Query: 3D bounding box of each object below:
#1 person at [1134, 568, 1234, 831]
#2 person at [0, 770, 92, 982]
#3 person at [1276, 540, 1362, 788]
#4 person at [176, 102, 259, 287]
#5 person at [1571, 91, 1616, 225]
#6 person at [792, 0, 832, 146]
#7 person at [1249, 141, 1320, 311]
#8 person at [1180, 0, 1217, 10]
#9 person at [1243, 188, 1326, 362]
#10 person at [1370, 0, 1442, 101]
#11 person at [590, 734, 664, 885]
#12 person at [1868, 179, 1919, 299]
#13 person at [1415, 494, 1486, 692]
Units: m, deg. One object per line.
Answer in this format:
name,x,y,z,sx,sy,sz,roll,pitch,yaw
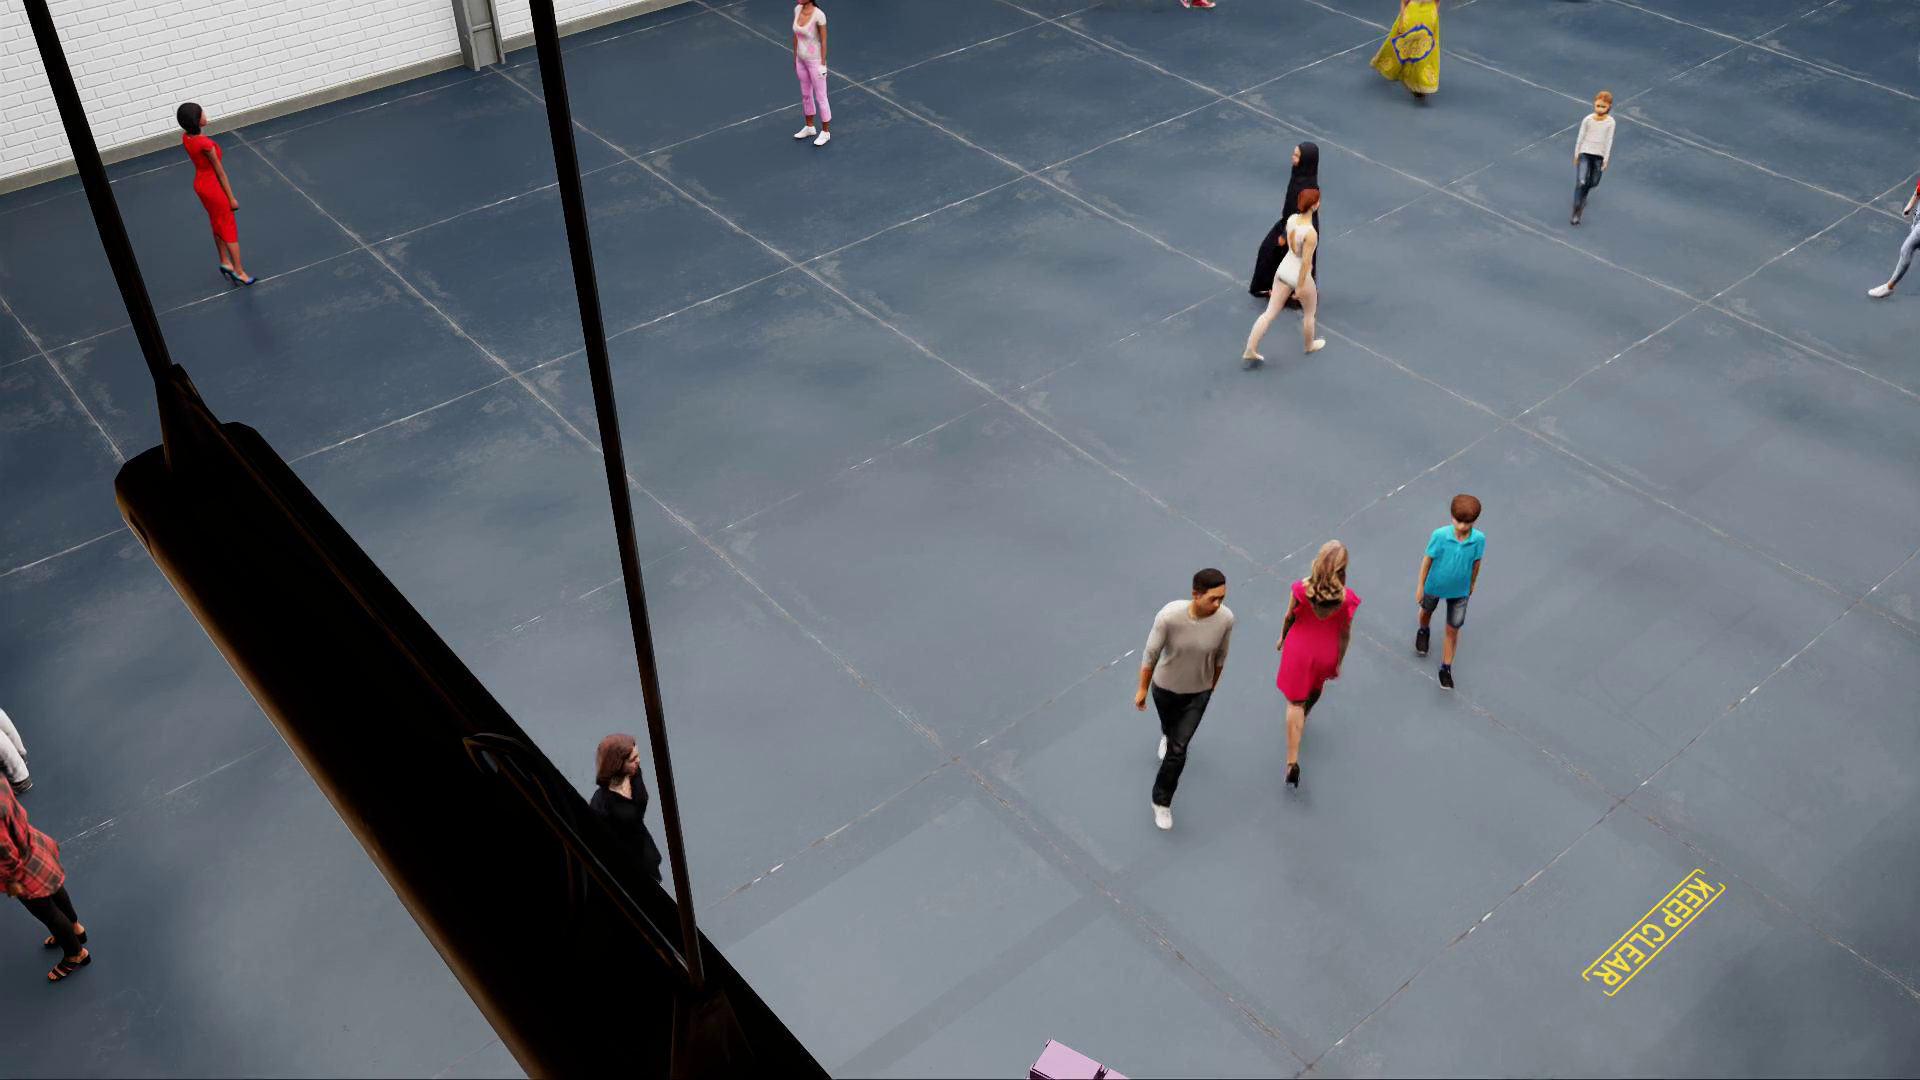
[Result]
person,1.355,0.816,10.171,1.151,1.752,1.232,6,39,7
person,-5.119,1.736,9.060,0.632,1.703,0.663,-16,41,-20
person,2.157,0.776,10.273,0.998,1.688,1.084,5,39,6
person,-6.793,-3.144,15.138,0.604,1.742,0.559,27,46,29
person,6.189,-3.770,16.270,0.714,1.306,0.839,11,40,13
person,-1.563,-5.025,17.494,0.618,1.741,0.565,27,46,30
person,3.096,-2.791,14.804,0.956,1.608,0.877,0,39,0
person,2.919,-7.383,20.442,0.930,1.747,0.863,1,39,1
person,2.754,-2.190,14.050,1.065,1.609,0.648,-20,43,-24
person,5.096,-5.680,18.422,1.277,1.606,1.262,-3,39,-3
person,-1.925,1.707,9.127,0.945,1.662,1.081,17,42,21
person,8.787,-2.944,14.935,1.117,1.683,0.938,-7,39,-8
person,3.265,0.243,11.159,0.871,1.415,0.981,7,39,8
